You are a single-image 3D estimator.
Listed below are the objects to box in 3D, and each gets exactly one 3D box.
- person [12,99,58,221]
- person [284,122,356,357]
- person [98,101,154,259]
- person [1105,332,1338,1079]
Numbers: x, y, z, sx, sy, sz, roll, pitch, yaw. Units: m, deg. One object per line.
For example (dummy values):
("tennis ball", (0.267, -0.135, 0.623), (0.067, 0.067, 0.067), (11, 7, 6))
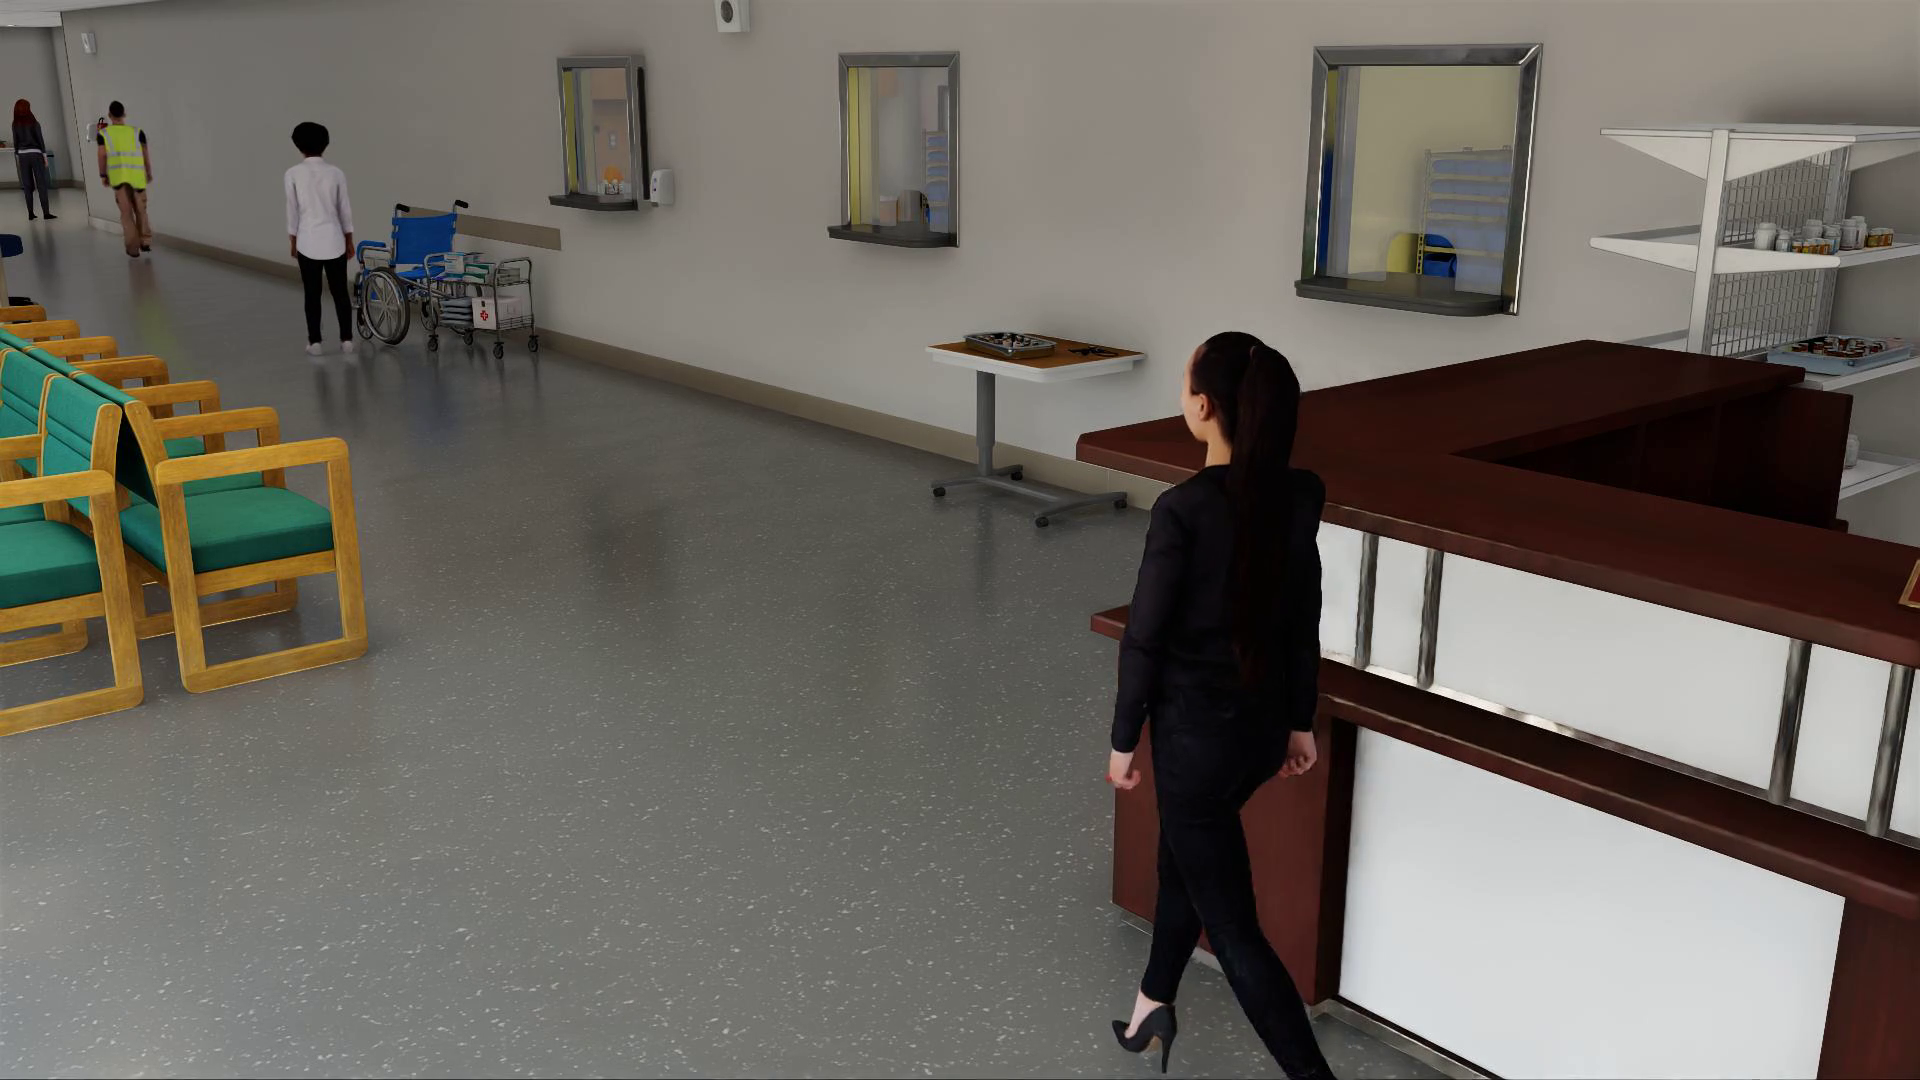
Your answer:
("person", (-14.045, -5.752, 25.148), (0.620, 1.779, 0.717), (-1, 16, -3))
("person", (-5.036, -2.373, 13.111), (0.578, 1.807, 0.744), (-8, 18, -26))
("person", (-9.990, -4.325, 19.984), (0.698, 1.835, 0.799), (-11, 19, -34))
("person", (0.572, 0.465, 3.286), (1.069, 1.676, 0.753), (-10, 18, -31))
